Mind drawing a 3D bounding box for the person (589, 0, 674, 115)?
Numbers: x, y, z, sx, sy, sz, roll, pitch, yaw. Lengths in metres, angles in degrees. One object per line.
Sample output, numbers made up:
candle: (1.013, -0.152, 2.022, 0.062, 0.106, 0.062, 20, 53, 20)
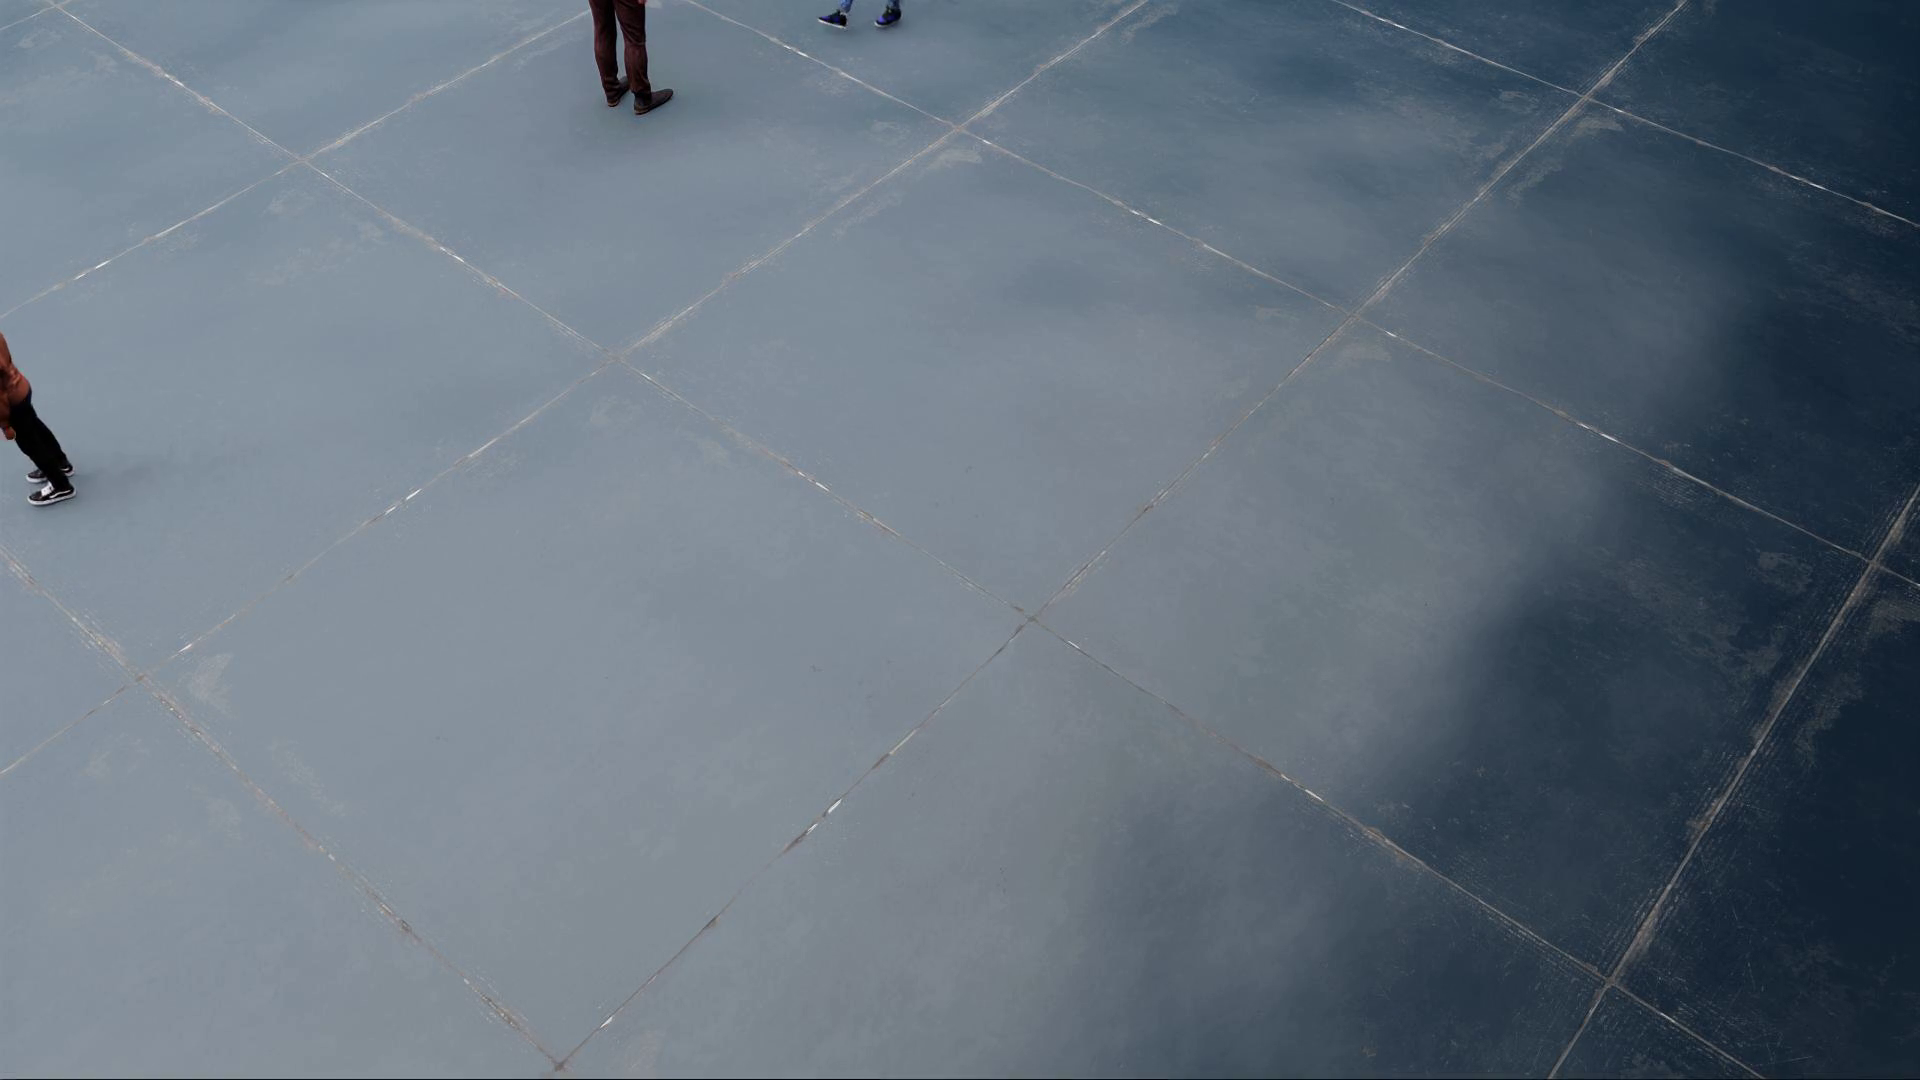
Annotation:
person: (-2.201, -3.564, 10.471, 0.740, 1.865, 0.685, 20, 50, 17)

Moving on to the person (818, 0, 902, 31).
person: (-0.558, -4.076, 11.379, 0.890, 1.228, 0.664, -26, 53, -22)

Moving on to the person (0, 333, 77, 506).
person: (-4.698, -0.701, 8.242, 0.624, 1.251, 0.598, -12, 48, -11)
